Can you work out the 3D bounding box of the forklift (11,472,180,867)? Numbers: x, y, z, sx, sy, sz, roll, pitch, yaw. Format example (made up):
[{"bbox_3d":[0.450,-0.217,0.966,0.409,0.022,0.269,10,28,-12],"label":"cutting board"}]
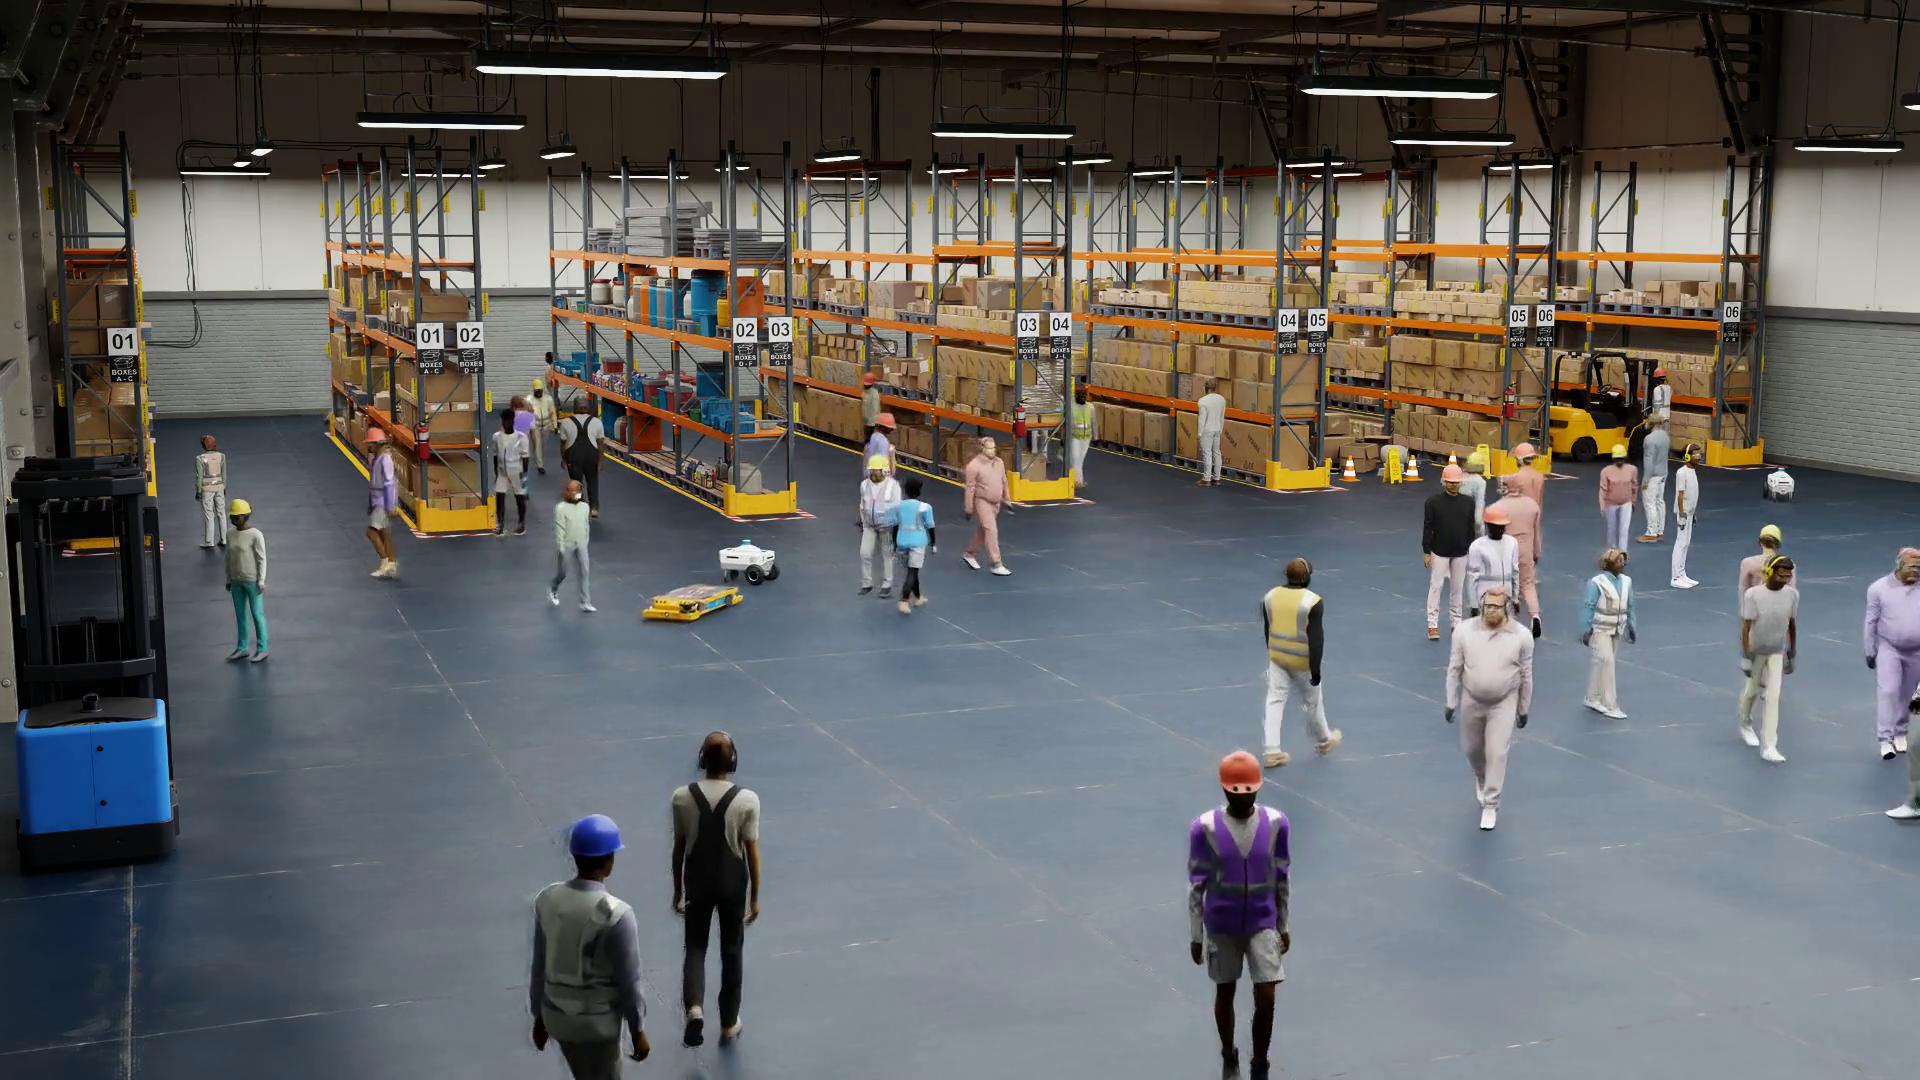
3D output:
[{"bbox_3d":[-6.630,0.886,15.957,1.129,2.768,1.873,-3,9,-21],"label":"forklift"}]

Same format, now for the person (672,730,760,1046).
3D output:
[{"bbox_3d":[-1.391,2.000,11.879,0.528,1.827,0.592,0,9,0],"label":"person"}]

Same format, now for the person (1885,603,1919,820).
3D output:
[{"bbox_3d":[7.609,1.267,16.509,0.671,1.907,0.603,3,9,21],"label":"person"}]

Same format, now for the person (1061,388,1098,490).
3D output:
[{"bbox_3d":[2.188,-1.794,37.230,0.658,1.804,0.913,-4,9,-23],"label":"person"}]

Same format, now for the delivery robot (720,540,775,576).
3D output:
[{"bbox_3d":[-2.816,0.240,27.666,0.707,0.478,0.477,4,9,24],"label":"delivery robot"}]

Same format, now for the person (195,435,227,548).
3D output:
[{"bbox_3d":[-10.928,-0.710,30.573,0.306,1.640,0.522,5,10,32],"label":"person"}]

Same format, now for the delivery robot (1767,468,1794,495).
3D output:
[{"bbox_3d":[14.074,-0.996,35.911,0.477,0.478,0.707,2,9,13],"label":"delivery robot"}]

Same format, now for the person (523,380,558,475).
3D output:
[{"bbox_3d":[-7.973,-2.158,39.757,0.598,1.791,0.927,-4,9,-26],"label":"person"}]

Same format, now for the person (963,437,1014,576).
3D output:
[{"bbox_3d":[0.339,-0.485,28.348,0.984,1.861,0.639,7,11,40],"label":"person"}]

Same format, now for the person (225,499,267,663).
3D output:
[{"bbox_3d":[-7.703,0.434,22.530,0.533,1.767,0.326,4,9,25],"label":"person"}]

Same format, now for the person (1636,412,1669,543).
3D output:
[{"bbox_3d":[10.308,-0.928,31.117,0.402,1.925,0.636,7,11,40],"label":"person"}]

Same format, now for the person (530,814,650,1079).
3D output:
[{"bbox_3d":[-1.735,2.252,9.876,0.603,1.931,0.452,7,11,40],"label":"person"}]

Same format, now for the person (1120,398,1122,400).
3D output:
[{"bbox_3d":[3.393,-3.380,47.877,0.590,1.801,0.842,-2,9,-16],"label":"person"}]

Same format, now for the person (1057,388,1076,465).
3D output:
[{"bbox_3d":[2.149,-2.307,41.350,0.509,1.604,0.758,-7,11,-40],"label":"person"}]

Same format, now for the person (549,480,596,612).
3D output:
[{"bbox_3d":[-4.767,0.048,25.628,0.501,1.607,0.726,-7,11,-41],"label":"person"}]

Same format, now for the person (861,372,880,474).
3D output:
[{"bbox_3d":[-1.698,-2.216,39.610,0.496,1.943,0.761,-3,9,-21],"label":"person"}]

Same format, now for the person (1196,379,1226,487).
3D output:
[{"bbox_3d":[4.514,-1.942,37.797,0.631,1.940,0.372,-7,11,-39],"label":"person"}]

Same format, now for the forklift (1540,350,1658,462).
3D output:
[{"bbox_3d":[12.897,-2.725,42.309,2.313,2.155,1.214,-3,9,-21],"label":"forklift"}]

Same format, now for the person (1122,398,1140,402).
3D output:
[{"bbox_3d":[3.912,-3.325,47.216,0.601,1.880,0.431,0,9,-1],"label":"person"}]

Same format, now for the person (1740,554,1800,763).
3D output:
[{"bbox_3d":[7.178,1.004,18.608,0.543,1.814,0.973,1,9,4],"label":"person"}]

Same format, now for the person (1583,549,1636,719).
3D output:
[{"bbox_3d":[6.244,0.894,19.953,0.537,1.614,0.755,-5,10,-29],"label":"person"}]

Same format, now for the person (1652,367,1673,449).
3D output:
[{"bbox_3d":[13.640,-2.395,40.827,0.547,1.934,0.376,-8,12,-43],"label":"person"}]

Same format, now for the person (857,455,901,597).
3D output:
[{"bbox_3d":[-1.038,-0.162,26.355,0.597,1.810,0.632,3,9,21],"label":"person"}]

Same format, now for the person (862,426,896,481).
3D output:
[{"bbox_3d":[-1.240,-0.939,32.186,0.521,1.616,0.709,-1,9,-8],"label":"person"}]

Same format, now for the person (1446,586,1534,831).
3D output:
[{"bbox_3d":[4.194,1.272,16.579,0.647,1.881,0.862,4,9,23],"label":"person"}]

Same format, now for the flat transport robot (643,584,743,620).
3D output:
[{"bbox_3d":[-3.251,0.743,25.566,0.652,0.197,1.431,3,9,19],"label":"flat transport robot"}]

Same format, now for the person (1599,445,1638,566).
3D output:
[{"bbox_3d":[9.070,-0.481,28.864,0.532,1.685,0.963,1,9,10],"label":"person"}]

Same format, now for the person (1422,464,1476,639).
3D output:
[{"bbox_3d":[5.562,0.130,23.792,0.622,1.993,0.382,-1,9,-8],"label":"person"}]

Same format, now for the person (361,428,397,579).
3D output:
[{"bbox_3d":[-7.735,-0.480,27.762,0.540,2.020,0.631,-5,10,-29],"label":"person"}]

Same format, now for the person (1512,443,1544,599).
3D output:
[{"bbox_3d":[7.079,-0.234,26.277,0.638,1.974,0.485,-6,10,-35],"label":"person"}]

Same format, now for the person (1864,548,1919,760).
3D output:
[{"bbox_3d":[8.319,1.006,18.417,0.640,1.859,0.939,2,9,14],"label":"person"}]

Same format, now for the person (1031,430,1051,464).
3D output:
[{"bbox_3d":[1.586,-2.389,41.107,0.577,1.861,0.637,-2,9,-12],"label":"person"}]

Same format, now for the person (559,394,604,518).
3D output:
[{"bbox_3d":[-6.033,-1.308,33.370,0.690,2.000,0.537,-2,9,-14],"label":"person"}]

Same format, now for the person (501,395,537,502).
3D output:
[{"bbox_3d":[-7.488,-1.544,35.495,0.579,1.818,0.761,-3,9,-18],"label":"person"}]

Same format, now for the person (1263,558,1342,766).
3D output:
[{"bbox_3d":[2.990,1.043,18.349,0.654,1.794,0.927,8,12,43],"label":"person"}]

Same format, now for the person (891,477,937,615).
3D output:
[{"bbox_3d":[-0.575,0.060,25.416,0.542,1.648,0.880,4,10,27],"label":"person"}]

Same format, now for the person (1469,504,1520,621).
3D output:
[{"bbox_3d":[5.360,0.567,21.136,0.559,1.918,0.604,-3,9,-20],"label":"person"}]

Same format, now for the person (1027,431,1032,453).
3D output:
[{"bbox_3d":[1.453,-2.550,41.694,0.628,1.989,1.042,-1,9,-7],"label":"person"}]

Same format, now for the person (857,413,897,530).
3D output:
[{"bbox_3d":[-1.214,-0.976,31.527,0.508,1.896,0.573,-3,9,-20],"label":"person"}]

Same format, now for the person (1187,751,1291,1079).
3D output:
[{"bbox_3d":[1.497,2.070,11.126,0.569,1.910,0.727,0,9,-2],"label":"person"}]

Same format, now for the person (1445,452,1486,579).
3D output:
[{"bbox_3d":[6.756,-0.321,27.783,0.893,1.701,0.501,-8,11,-41],"label":"person"}]

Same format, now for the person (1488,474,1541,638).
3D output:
[{"bbox_3d":[6.367,0.166,23.993,0.681,1.858,0.885,-2,9,-10],"label":"person"}]

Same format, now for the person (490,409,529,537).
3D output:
[{"bbox_3d":[-6.800,-0.995,31.488,0.633,1.925,0.890,2,9,14],"label":"person"}]

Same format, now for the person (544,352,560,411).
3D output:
[{"bbox_3d":[-9.884,-3.662,50.103,0.683,1.671,0.552,-4,10,-27],"label":"person"}]

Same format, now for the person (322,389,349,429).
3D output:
[{"bbox_3d":[-14.056,-3.373,47.465,0.649,1.908,0.651,-4,9,-25],"label":"person"}]

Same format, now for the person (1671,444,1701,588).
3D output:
[{"bbox_3d":[9.468,-0.326,27.241,0.328,1.873,0.520,6,10,35],"label":"person"}]

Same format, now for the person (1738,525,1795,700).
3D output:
[{"bbox_3d":[8.018,0.701,20.894,0.517,1.715,0.877,0,9,2],"label":"person"}]
